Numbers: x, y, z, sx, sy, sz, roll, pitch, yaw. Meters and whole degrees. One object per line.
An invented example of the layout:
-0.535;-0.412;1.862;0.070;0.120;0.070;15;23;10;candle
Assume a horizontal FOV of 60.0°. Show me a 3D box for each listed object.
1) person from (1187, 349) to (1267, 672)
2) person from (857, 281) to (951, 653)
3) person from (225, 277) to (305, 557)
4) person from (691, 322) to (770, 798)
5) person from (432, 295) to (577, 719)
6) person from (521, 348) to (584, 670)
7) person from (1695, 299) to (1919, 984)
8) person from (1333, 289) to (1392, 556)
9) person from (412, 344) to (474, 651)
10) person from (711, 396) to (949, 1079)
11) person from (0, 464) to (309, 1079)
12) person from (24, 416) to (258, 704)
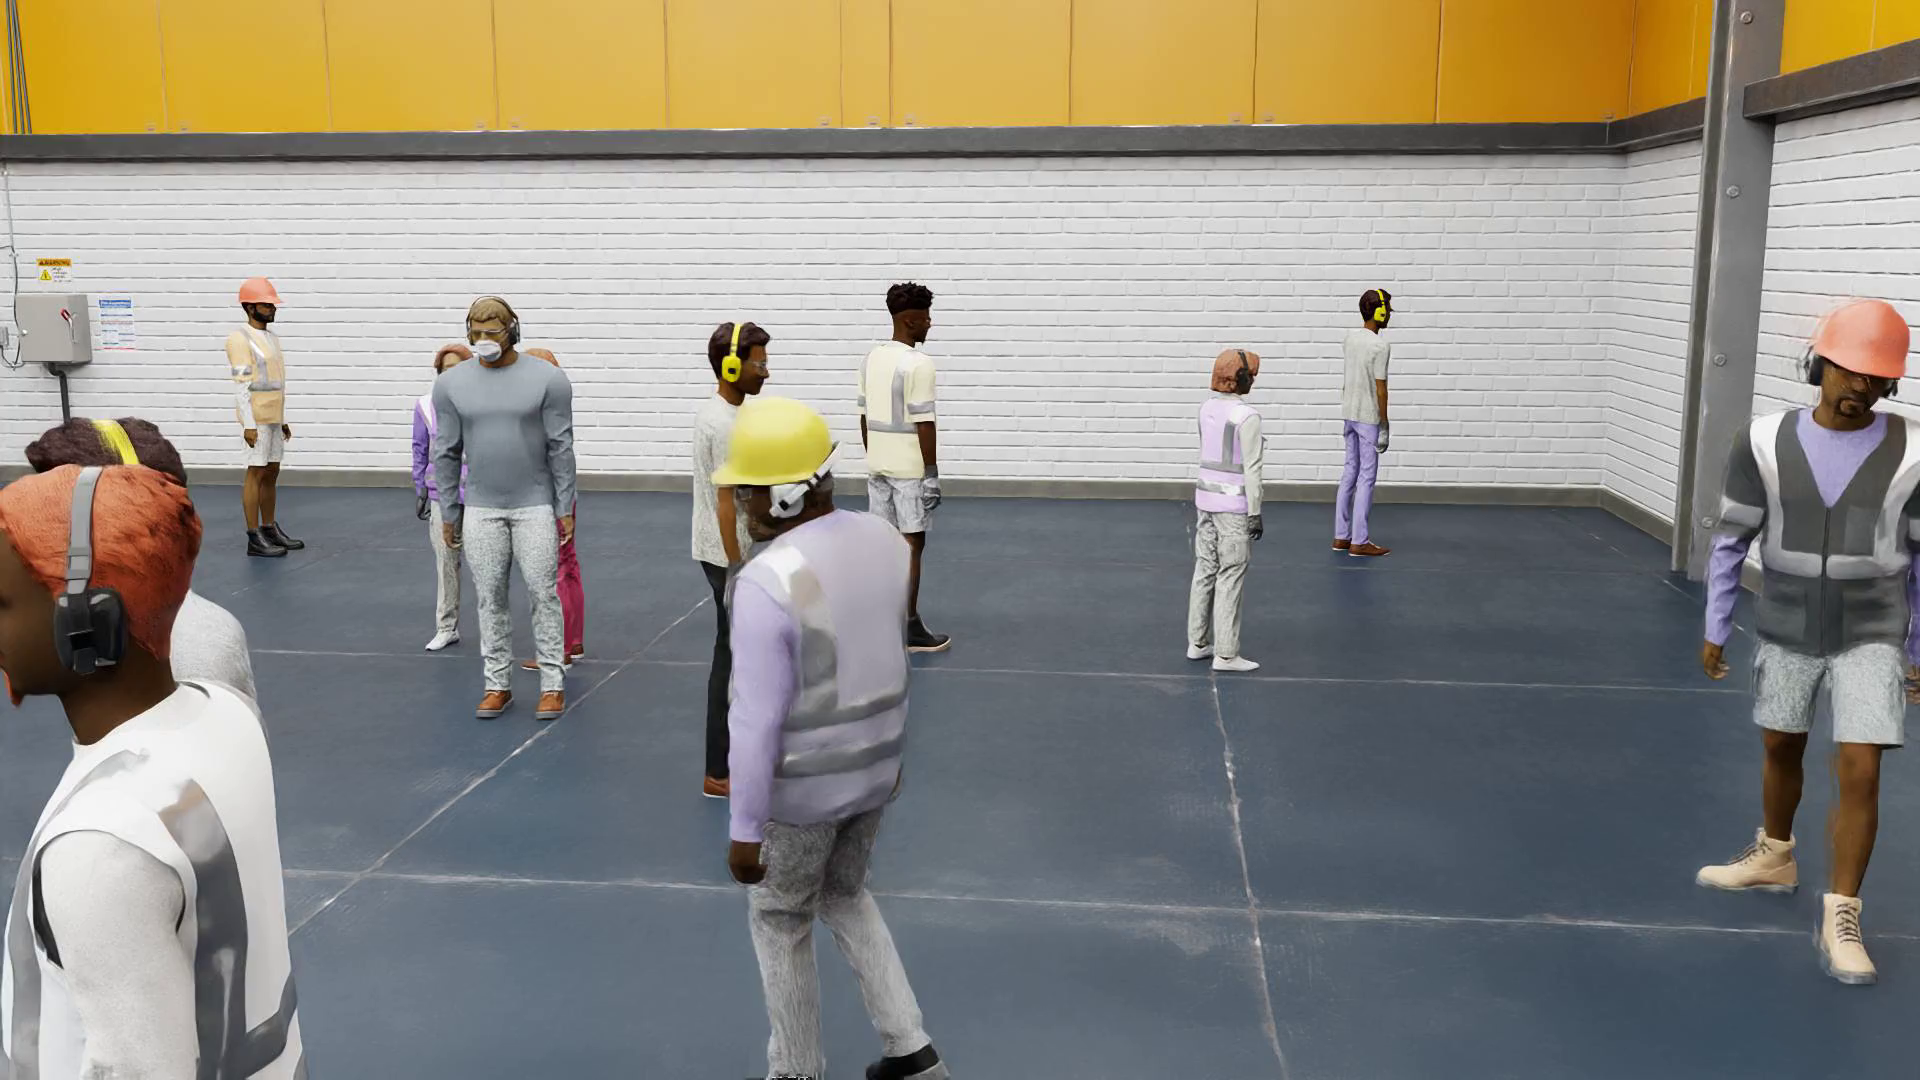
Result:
1.361;-0.149;8.435;0.312;1.632;0.514;-4;11;-23;person
-0.300;-0.388;8.847;0.364;1.962;0.613;-7;12;-36;person
-4.843;-0.856;11.603;0.360;1.939;0.543;1;10;3;person
-0.874;0.085;6.466;0.337;1.857;0.528;-2;10;-10;person
-2.059;-0.140;7.551;0.641;1.927;0.386;0;10;-2;person
-2.100;-0.155;8.459;0.285;1.633;0.501;1;10;8;person
2.629;0.263;5.106;0.670;1.997;0.753;7;12;36;person
2.835;-0.816;11.622;0.328;1.861;0.502;-4;11;-22;person
-2.638;-0.221;8.828;0.524;1.637;0.306;1;10;3;person
-0.339;0.551;3.951;0.436;1.806;0.659;7;12;37;person
-0.995;0.837;2.071;0.356;1.883;0.573;-3;10;-14;person
-1.349;0.711;2.869;0.322;1.861;0.520;-9;14;-43;person
